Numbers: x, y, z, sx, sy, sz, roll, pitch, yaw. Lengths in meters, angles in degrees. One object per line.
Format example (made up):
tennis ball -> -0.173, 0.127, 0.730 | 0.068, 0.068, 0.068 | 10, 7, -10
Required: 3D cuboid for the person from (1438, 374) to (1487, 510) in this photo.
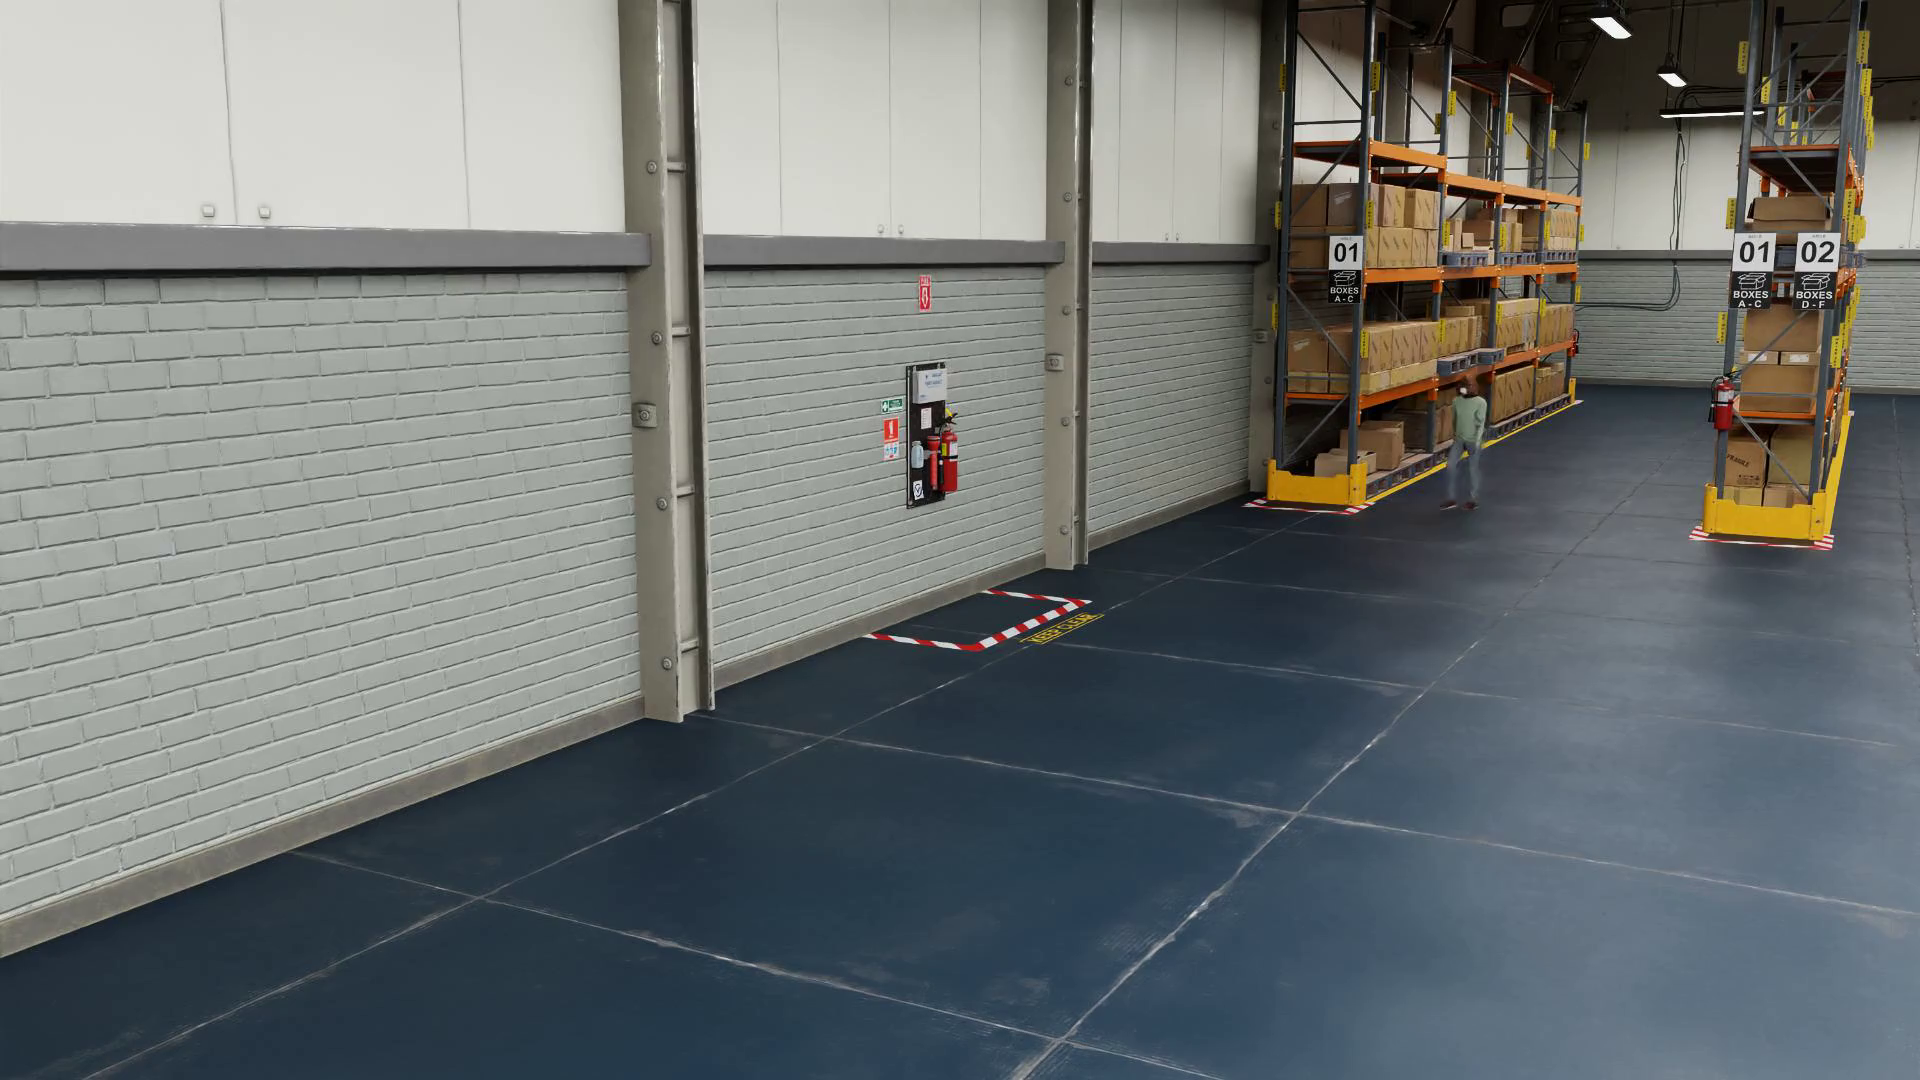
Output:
person -> 5.920, -1.136, 19.557 | 0.631, 1.610, 0.504 | -8, 13, -39
